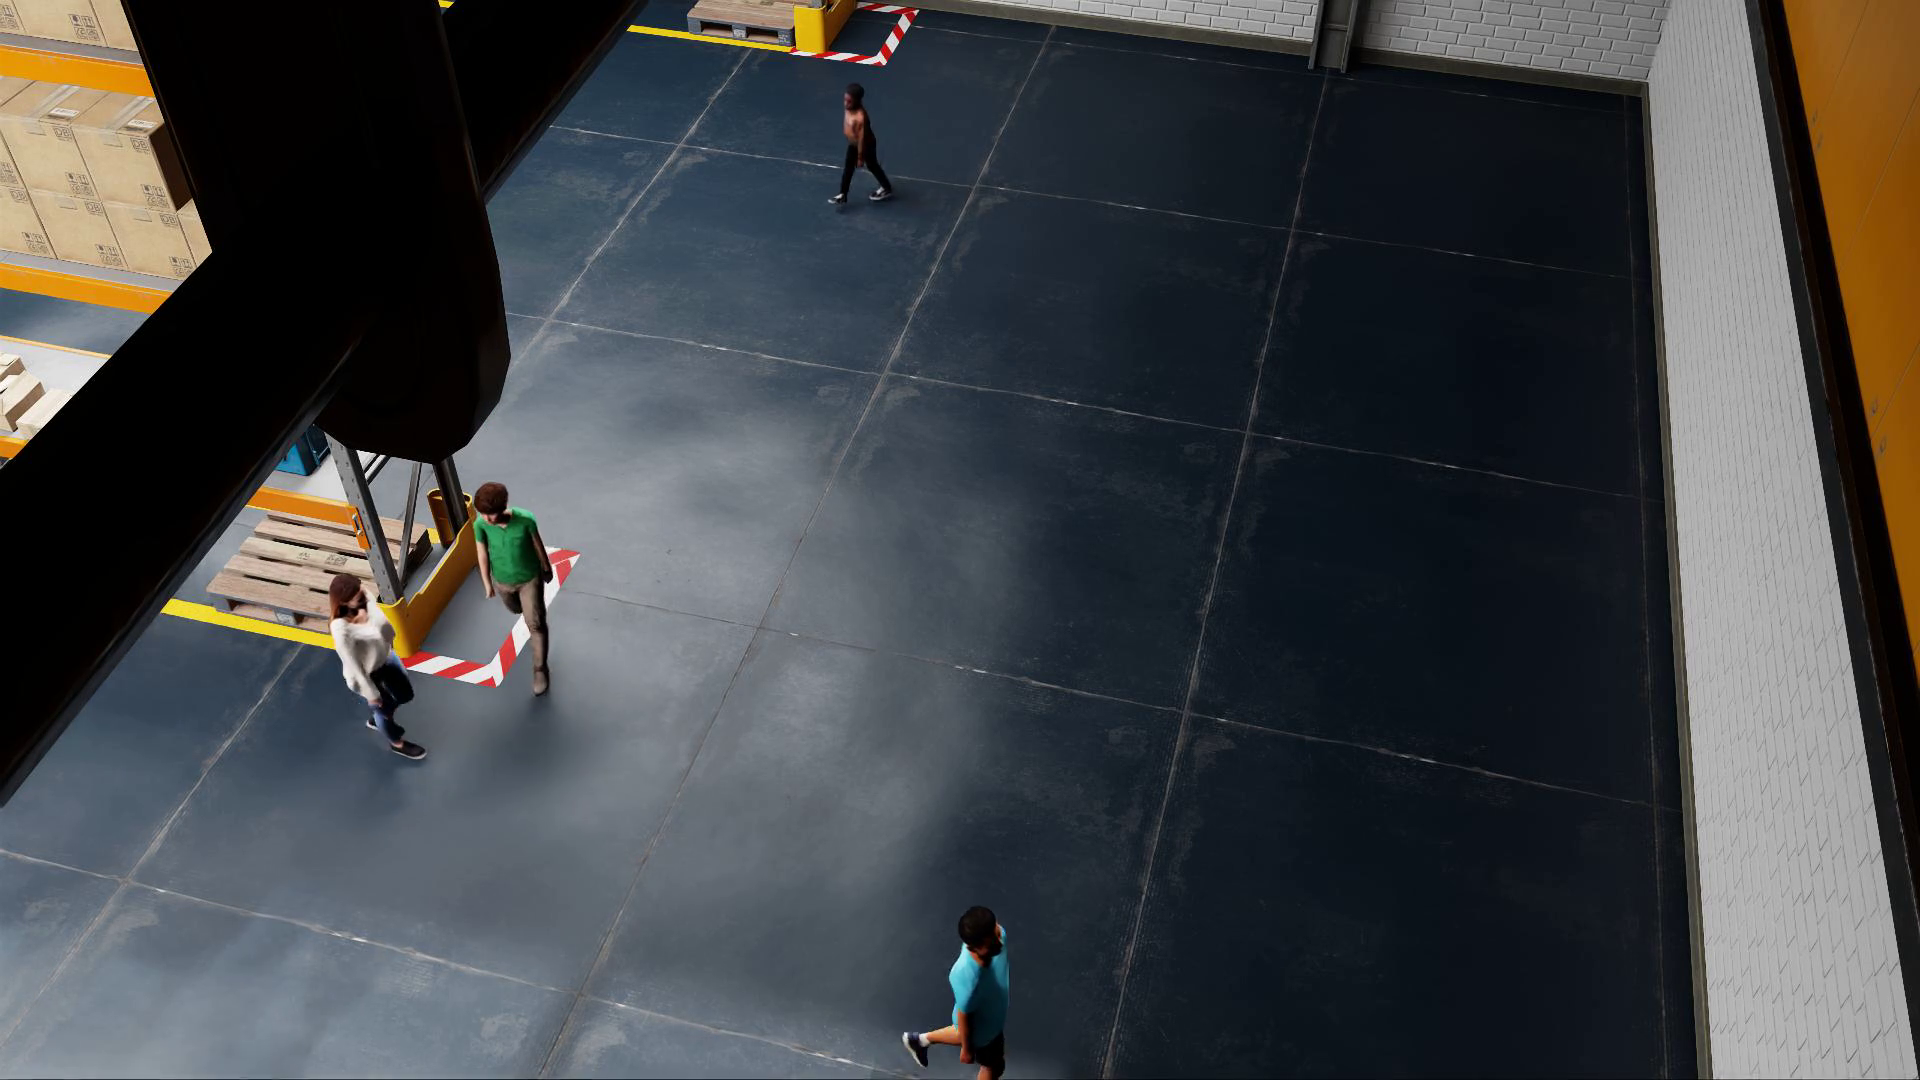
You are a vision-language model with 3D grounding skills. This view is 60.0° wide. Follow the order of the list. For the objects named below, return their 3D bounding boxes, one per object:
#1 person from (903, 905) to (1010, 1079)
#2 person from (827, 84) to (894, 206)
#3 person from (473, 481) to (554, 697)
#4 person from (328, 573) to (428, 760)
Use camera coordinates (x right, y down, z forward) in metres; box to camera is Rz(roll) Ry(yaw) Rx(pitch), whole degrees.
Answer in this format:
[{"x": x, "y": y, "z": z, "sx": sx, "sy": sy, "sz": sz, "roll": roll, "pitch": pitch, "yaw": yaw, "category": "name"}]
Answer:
[{"x": 0.026, "y": 2.402, "z": 8.479, "sx": 1.021, "sy": 1.758, "sz": 0.689, "roll": 15, "pitch": 46, "yaw": 16, "category": "person"}, {"x": -0.838, "y": -3.626, "z": 15.192, "sx": 0.944, "sy": 1.227, "sz": 0.876, "roll": -17, "pitch": 46, "yaw": -17, "category": "person"}, {"x": -2.905, "y": 0.178, "z": 10.912, "sx": 1.096, "sy": 1.623, "sz": 0.901, "roll": -3, "pitch": 44, "yaw": -3, "category": "person"}, {"x": -3.685, "y": 0.788, "z": 10.230, "sx": 0.650, "sy": 1.679, "sz": 0.655, "roll": 8, "pitch": 44, "yaw": 8, "category": "person"}]
